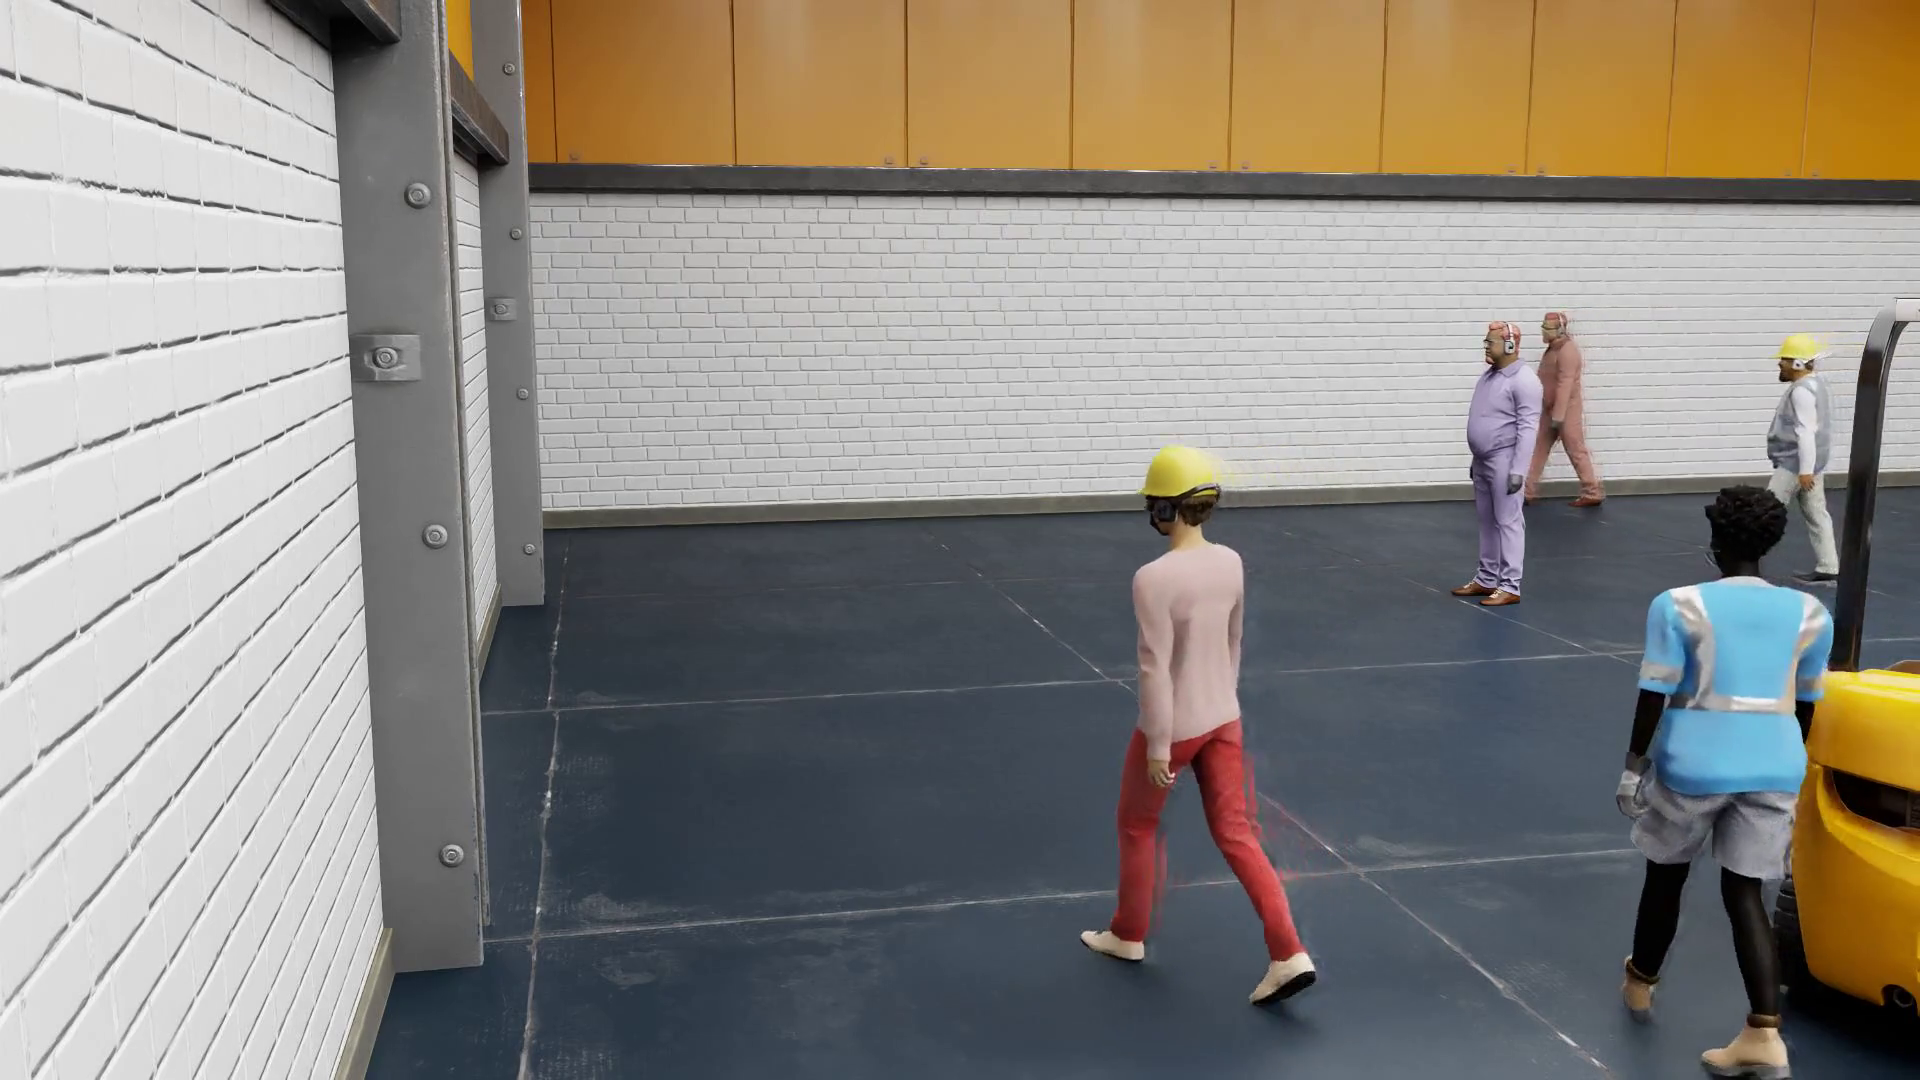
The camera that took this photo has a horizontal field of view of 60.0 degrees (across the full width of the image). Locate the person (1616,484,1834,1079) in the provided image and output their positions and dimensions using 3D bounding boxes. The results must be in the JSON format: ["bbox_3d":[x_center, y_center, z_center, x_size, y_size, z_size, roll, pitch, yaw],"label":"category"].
[{"bbox_3d":[2.184,0.673,4.746,0.589,1.651,0.737,0,9,1],"label":"person"}]

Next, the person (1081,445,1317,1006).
[{"bbox_3d":[0.761,0.570,5.174,0.525,1.731,0.866,-8,12,-40],"label":"person"}]

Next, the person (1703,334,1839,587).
[{"bbox_3d":[5.875,-0.567,11.877,0.923,1.786,0.624,6,11,34],"label":"person"}]

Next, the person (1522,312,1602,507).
[{"bbox_3d":[5.640,-1.212,15.655,0.943,1.855,0.659,0,9,-2],"label":"person"}]

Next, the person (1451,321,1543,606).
[{"bbox_3d":[3.612,-0.513,11.211,0.404,1.909,0.636,-2,9,-10],"label":"person"}]

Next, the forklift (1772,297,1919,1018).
[{"bbox_3d":[3.542,0.334,5.177,2.313,2.155,1.214,-9,13,-43],"label":"forklift"}]
